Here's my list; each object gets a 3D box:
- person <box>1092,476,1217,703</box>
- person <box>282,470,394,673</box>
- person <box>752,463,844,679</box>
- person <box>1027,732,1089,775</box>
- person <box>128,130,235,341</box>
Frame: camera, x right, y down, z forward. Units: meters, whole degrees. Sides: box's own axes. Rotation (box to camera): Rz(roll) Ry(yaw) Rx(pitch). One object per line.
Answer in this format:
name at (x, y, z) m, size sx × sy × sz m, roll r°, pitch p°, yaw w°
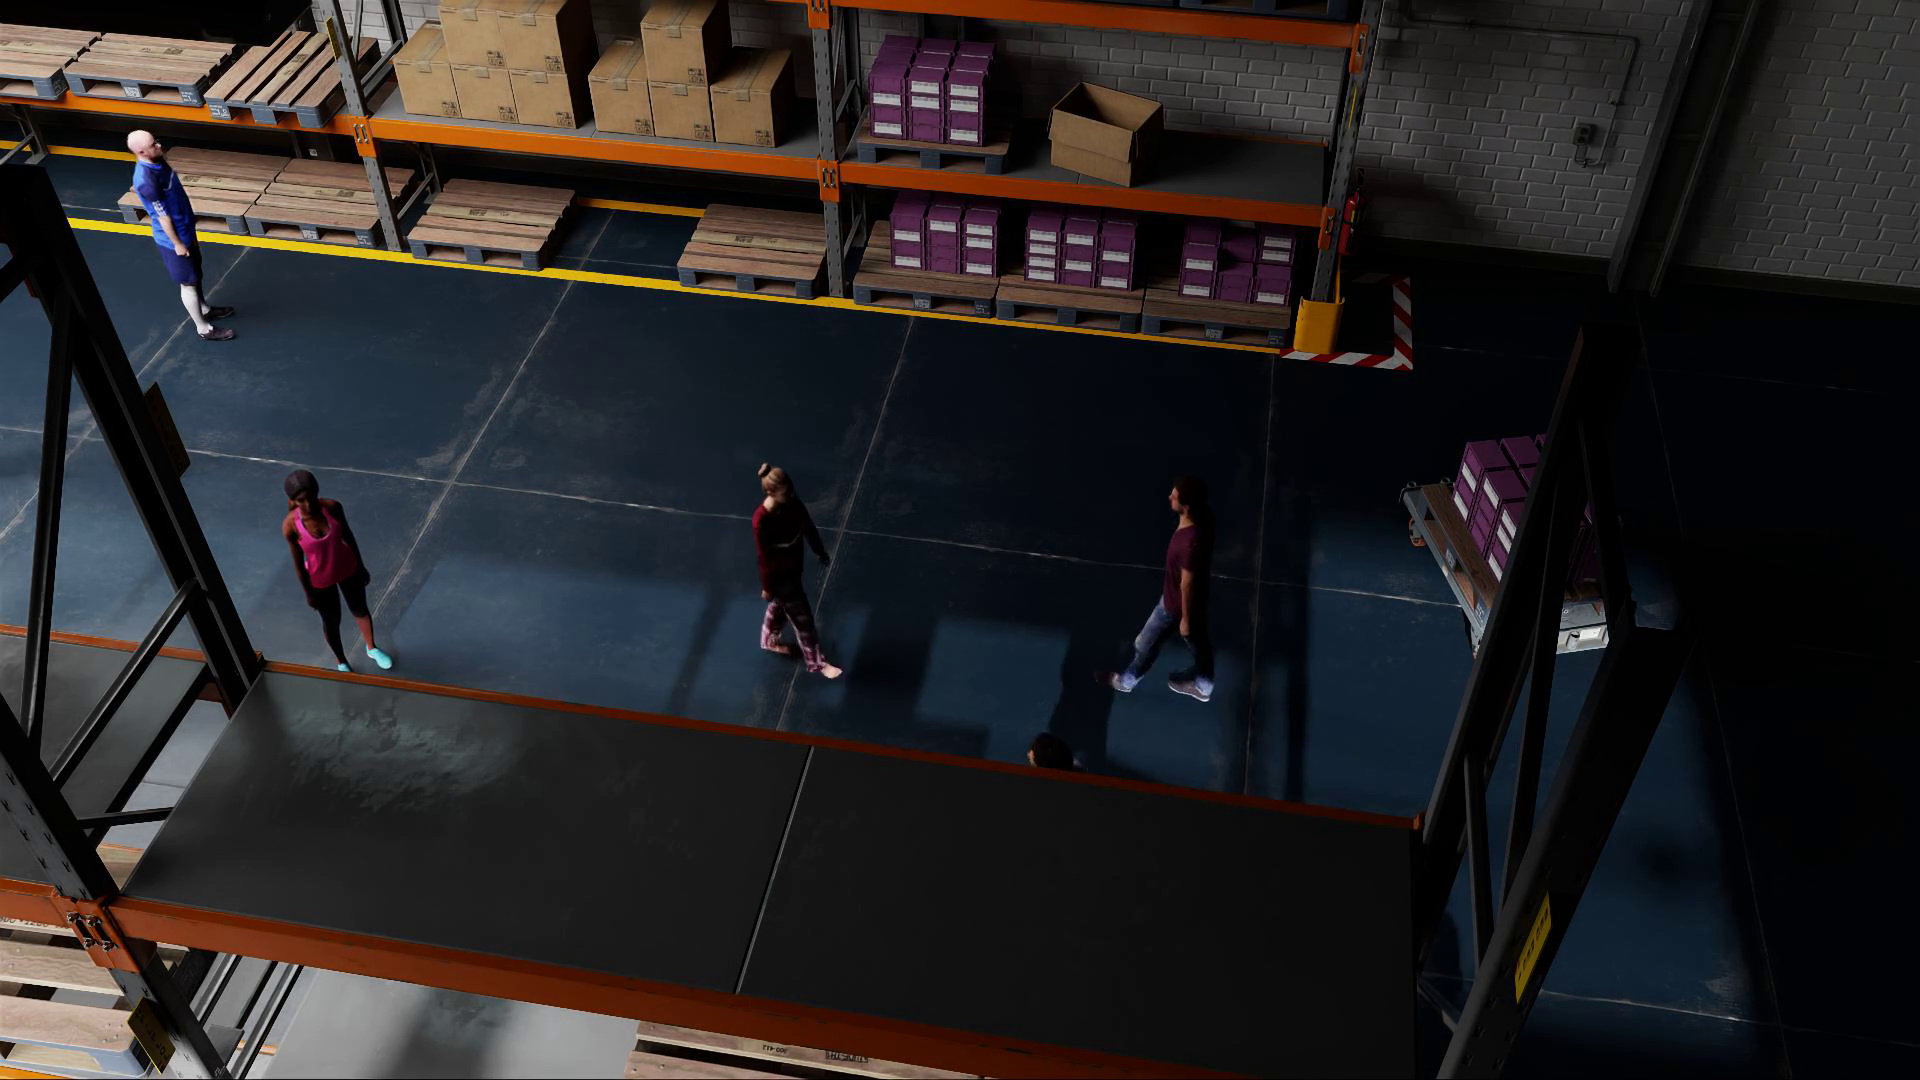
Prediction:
person at (1.469, 0.368, 10.297) m, size 1.058 × 1.819 × 0.806 m, roll 14°, pitch 45°, yaw 14°
person at (-3.967, 0.218, 10.525) m, size 0.664 × 1.723 × 0.716 m, roll -29°, pitch 51°, yaw -27°
person at (-1.191, 0.152, 10.623) m, size 0.905 × 1.682 × 0.723 m, roll 12°, pitch 45°, yaw 13°
person at (0.580, 1.719, 8.830) m, size 1.342 × 1.887 × 1.062 m, roll 28°, pitch 50°, yaw 26°
person at (-6.232, -2.438, 13.226) m, size 0.744 × 1.842 × 0.756 m, roll -12°, pitch 45°, yaw -13°
